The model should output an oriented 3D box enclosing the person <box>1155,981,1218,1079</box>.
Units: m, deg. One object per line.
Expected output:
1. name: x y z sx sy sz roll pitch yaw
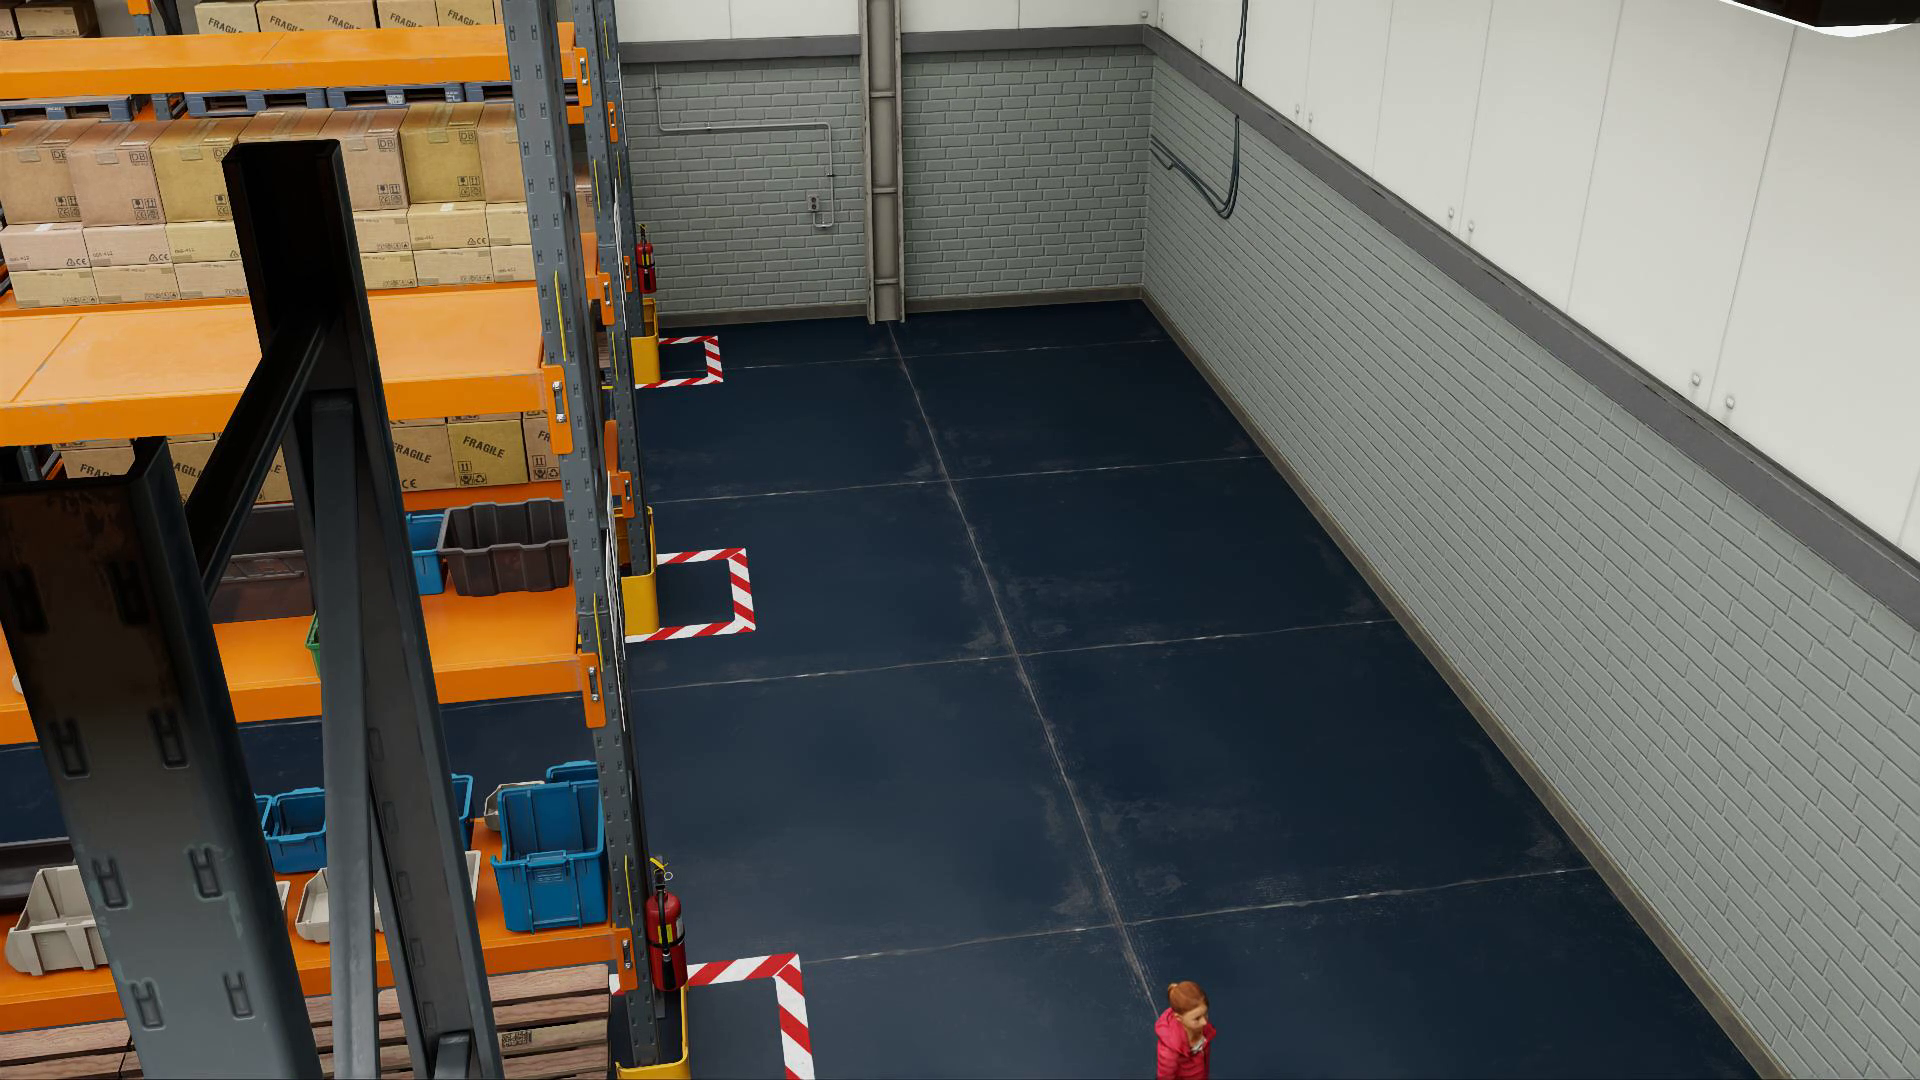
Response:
1. person: 1.007 2.559 7.688 0.657 1.317 0.580 24 36 38
